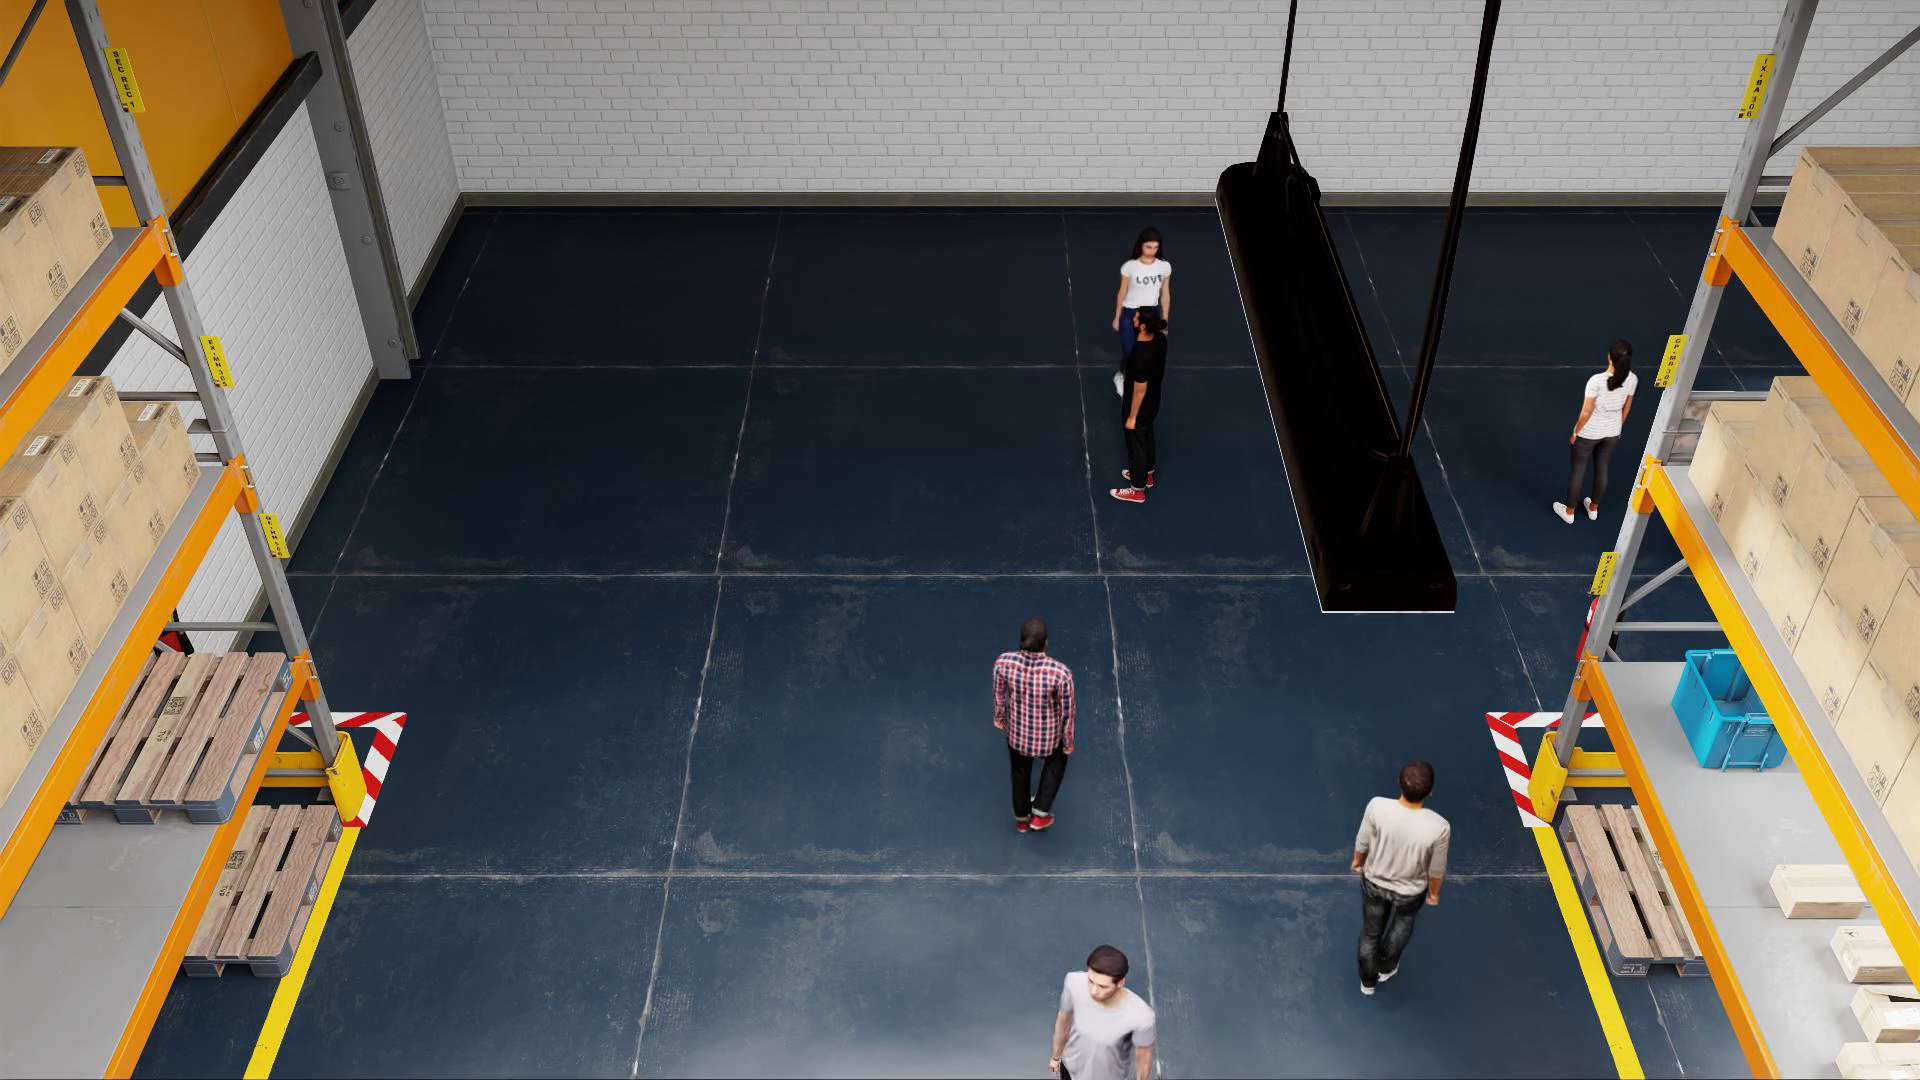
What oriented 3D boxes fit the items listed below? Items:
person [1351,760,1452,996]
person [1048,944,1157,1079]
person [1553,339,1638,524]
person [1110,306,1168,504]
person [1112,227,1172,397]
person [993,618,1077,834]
[{"bbox_3d":[2.442,1.981,9.398,0.766,1.806,0.751,15,41,18],"label":"person"},{"bbox_3d":[0.742,2.666,8.504,0.900,1.850,0.981,23,44,27],"label":"person"},{"bbox_3d":[5.019,-0.857,13.080,0.603,1.645,0.565,-6,39,-8],"label":"person"},{"bbox_3d":[1.453,-1.094,13.287,0.774,1.758,0.637,15,41,19],"label":"person"},{"bbox_3d":[1.512,-1.943,14.369,0.811,1.734,1.194,-8,39,-10],"label":"person"},{"bbox_3d":[0.449,1.225,10.386,0.786,1.753,0.730,12,40,14],"label":"person"}]
